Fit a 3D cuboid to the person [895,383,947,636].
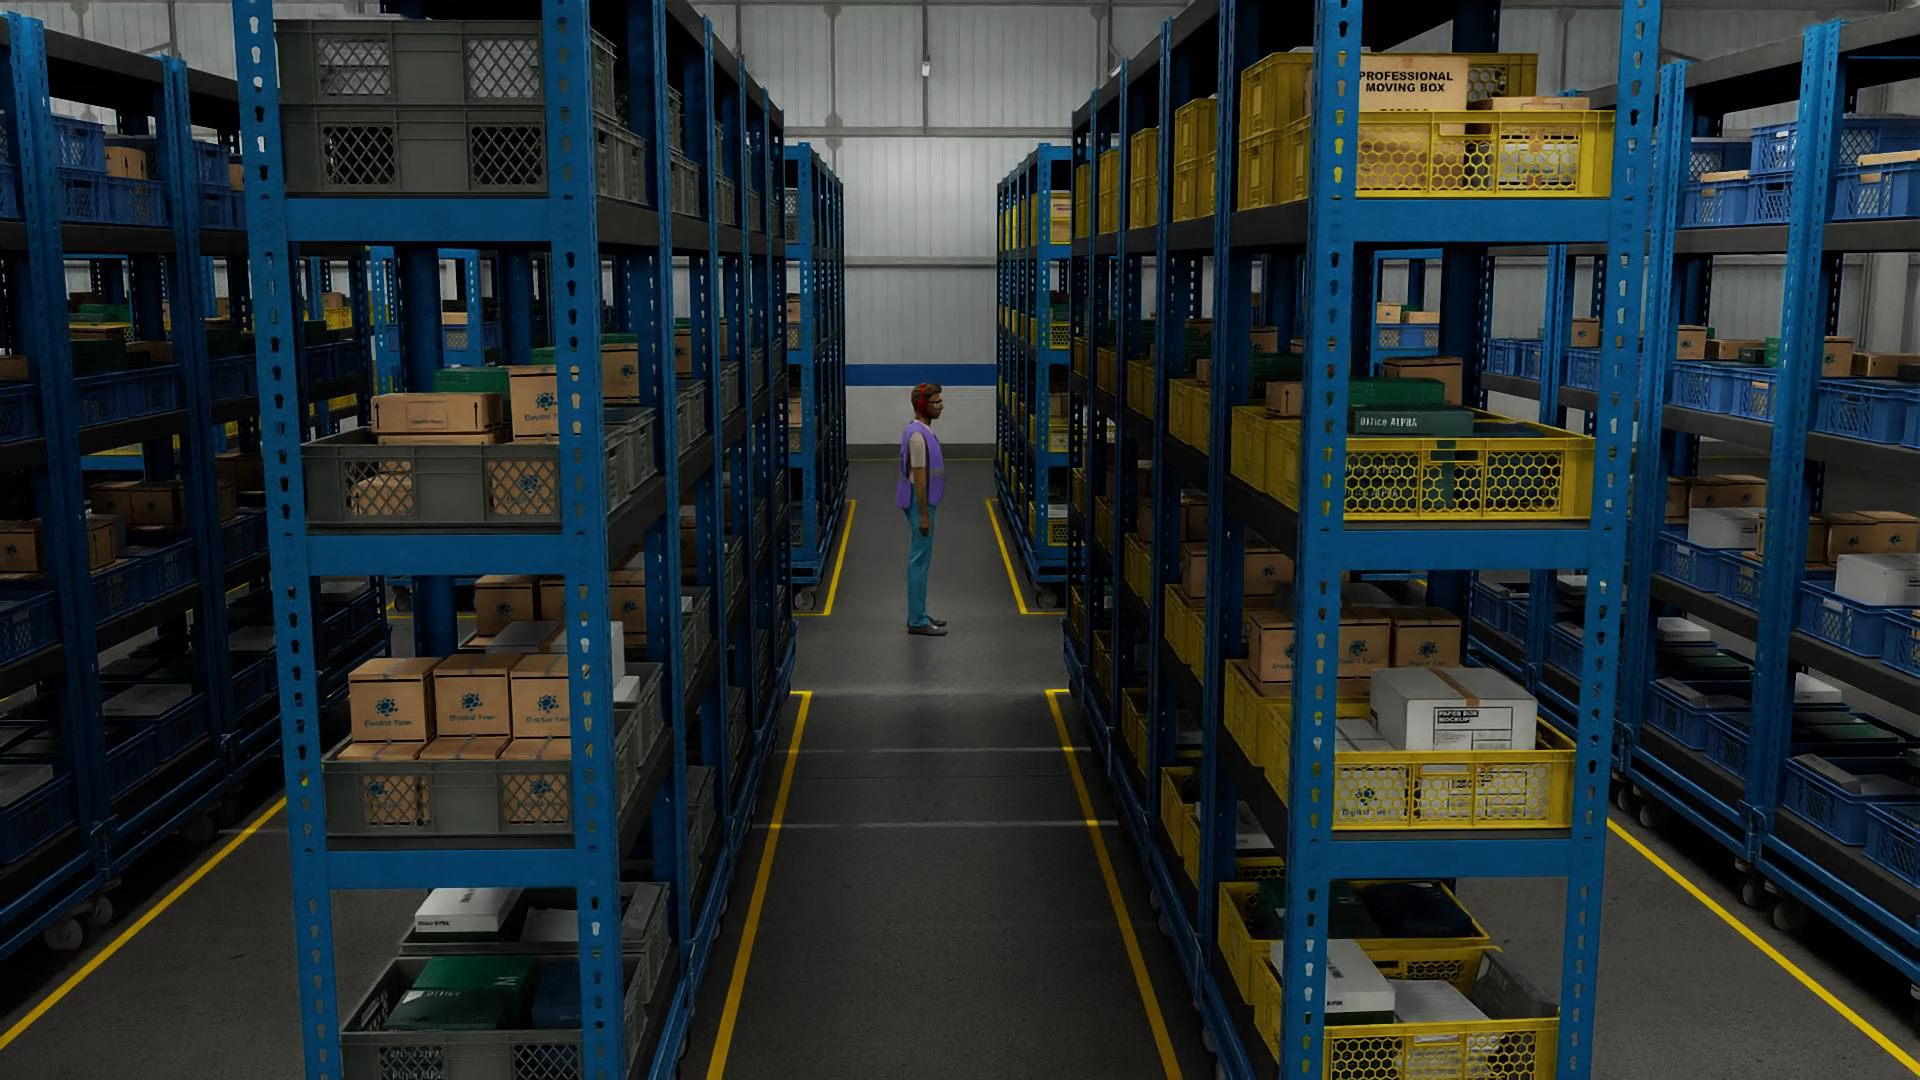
[{"bbox_3d":[-0.283,-0.229,12.172,0.379,1.844,0.570,0,9,-1],"label":"person"}]
